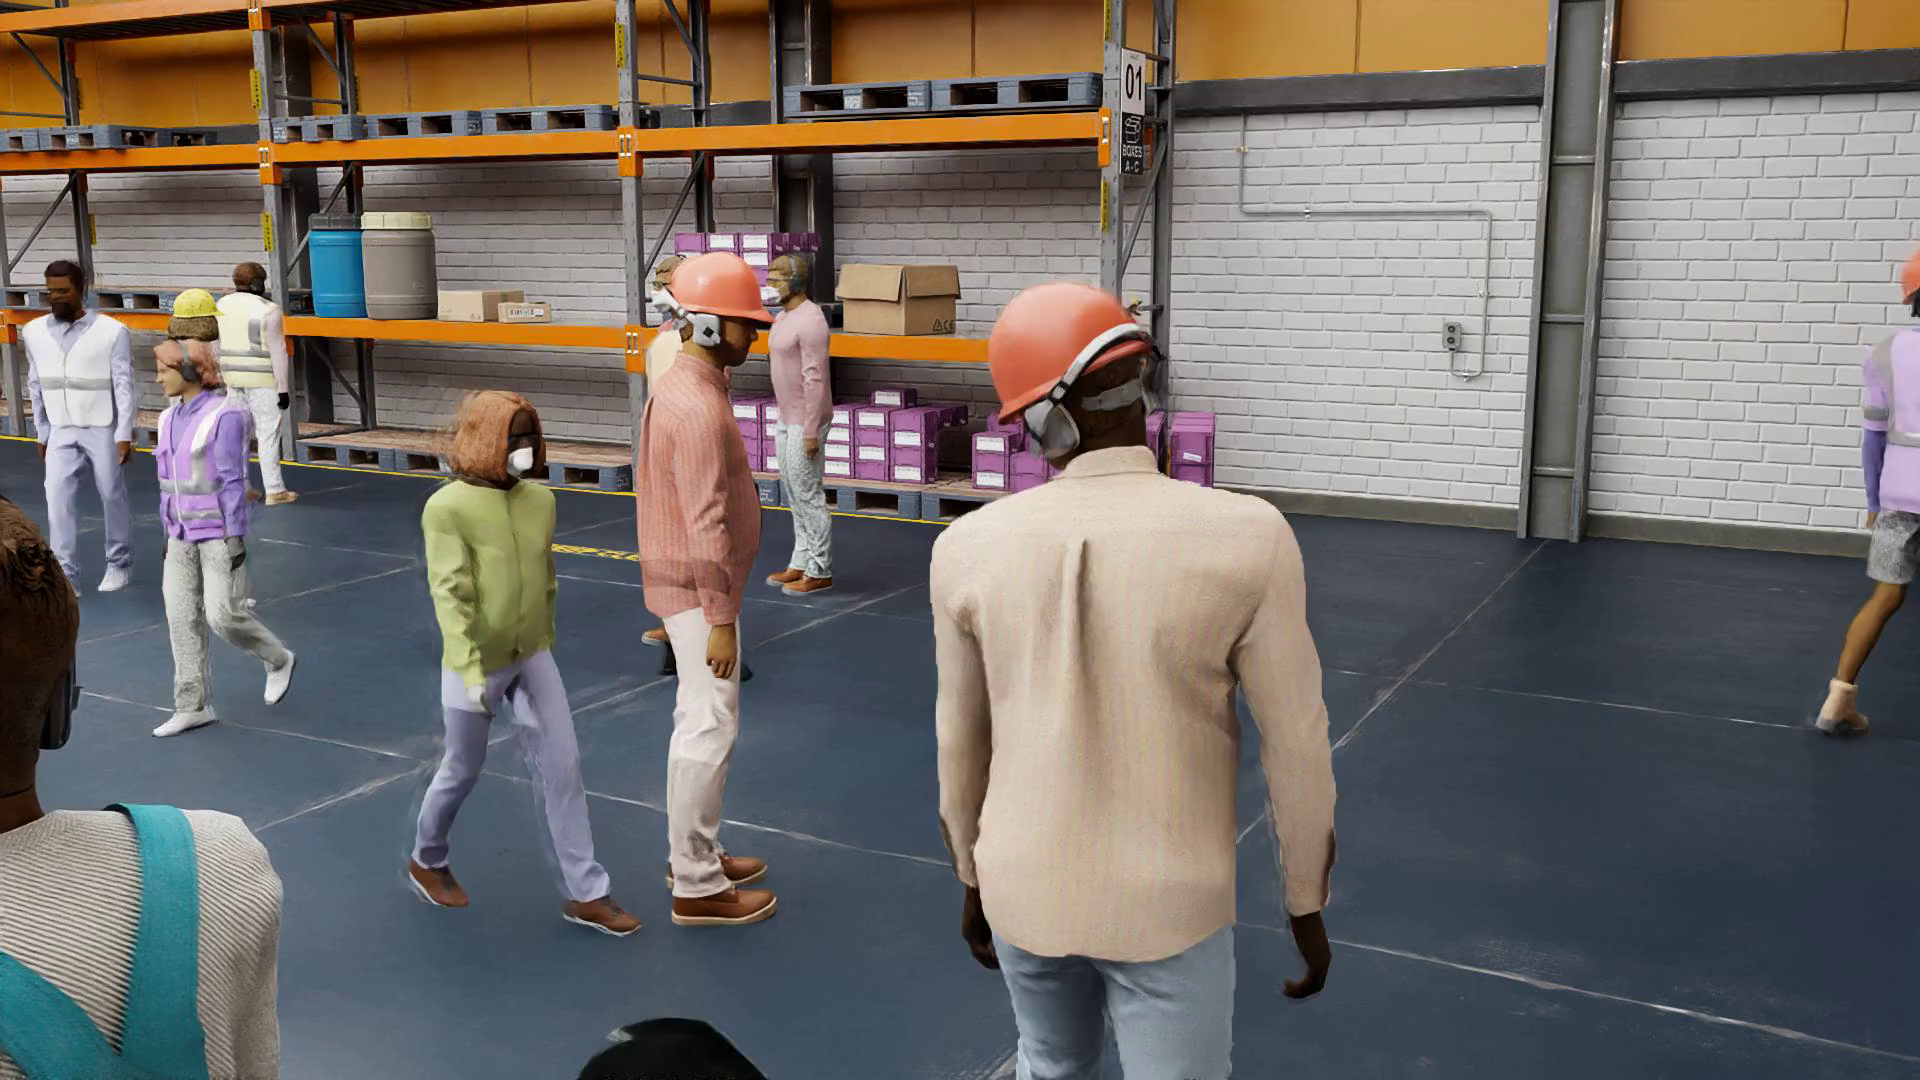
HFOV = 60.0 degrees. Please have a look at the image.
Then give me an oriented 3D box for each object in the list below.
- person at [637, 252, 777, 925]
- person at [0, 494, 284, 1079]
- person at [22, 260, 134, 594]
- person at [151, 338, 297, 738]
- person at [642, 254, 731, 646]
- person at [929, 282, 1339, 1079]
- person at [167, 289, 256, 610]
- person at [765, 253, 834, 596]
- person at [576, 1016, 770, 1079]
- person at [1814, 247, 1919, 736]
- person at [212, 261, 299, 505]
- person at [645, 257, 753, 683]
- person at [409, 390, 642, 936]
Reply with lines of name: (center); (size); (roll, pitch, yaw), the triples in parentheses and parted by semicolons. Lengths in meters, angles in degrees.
person: (-0.732, 0.156, 4.898); (0.411, 1.980, 0.626); (-3, 11, -15)
person: (-0.766, 0.859, 1.396); (0.344, 1.847, 0.505); (4, 11, 20)
person: (-4.912, -0.592, 9.239); (0.619, 1.881, 0.885); (0, 10, -2)
person: (-3.090, -0.020, 6.838); (0.540, 1.612, 0.561); (6, 12, 28)
person: (-1.325, -0.404, 8.069); (0.372, 1.940, 0.630); (-7, 13, -34)
person: (0.251, 0.577, 2.647); (0.676, 1.951, 0.450); (6, 12, 28)
person: (-4.126, -0.492, 9.086); (0.311, 1.744, 0.486); (-10, 14, -43)
person: (-0.908, -0.653, 9.464); (0.372, 1.932, 0.637); (-4, 11, -22)
person: (-0.042, 0.914, 0.902); (0.591, 1.915, 0.383); (10, 14, 43)
person: (3.827, -0.143, 6.521); (0.547, 2.004, 0.687); (-6, 12, -31)
person: (-5.355, -1.187, 12.635); (0.635, 1.840, 0.429); (3, 11, 17)
person: (-1.187, -0.306, 7.571); (0.383, 1.928, 0.581); (-9, 14, -40)
person: (-1.350, 0.353, 4.871); (0.819, 1.592, 0.506); (7, 13, 34)
